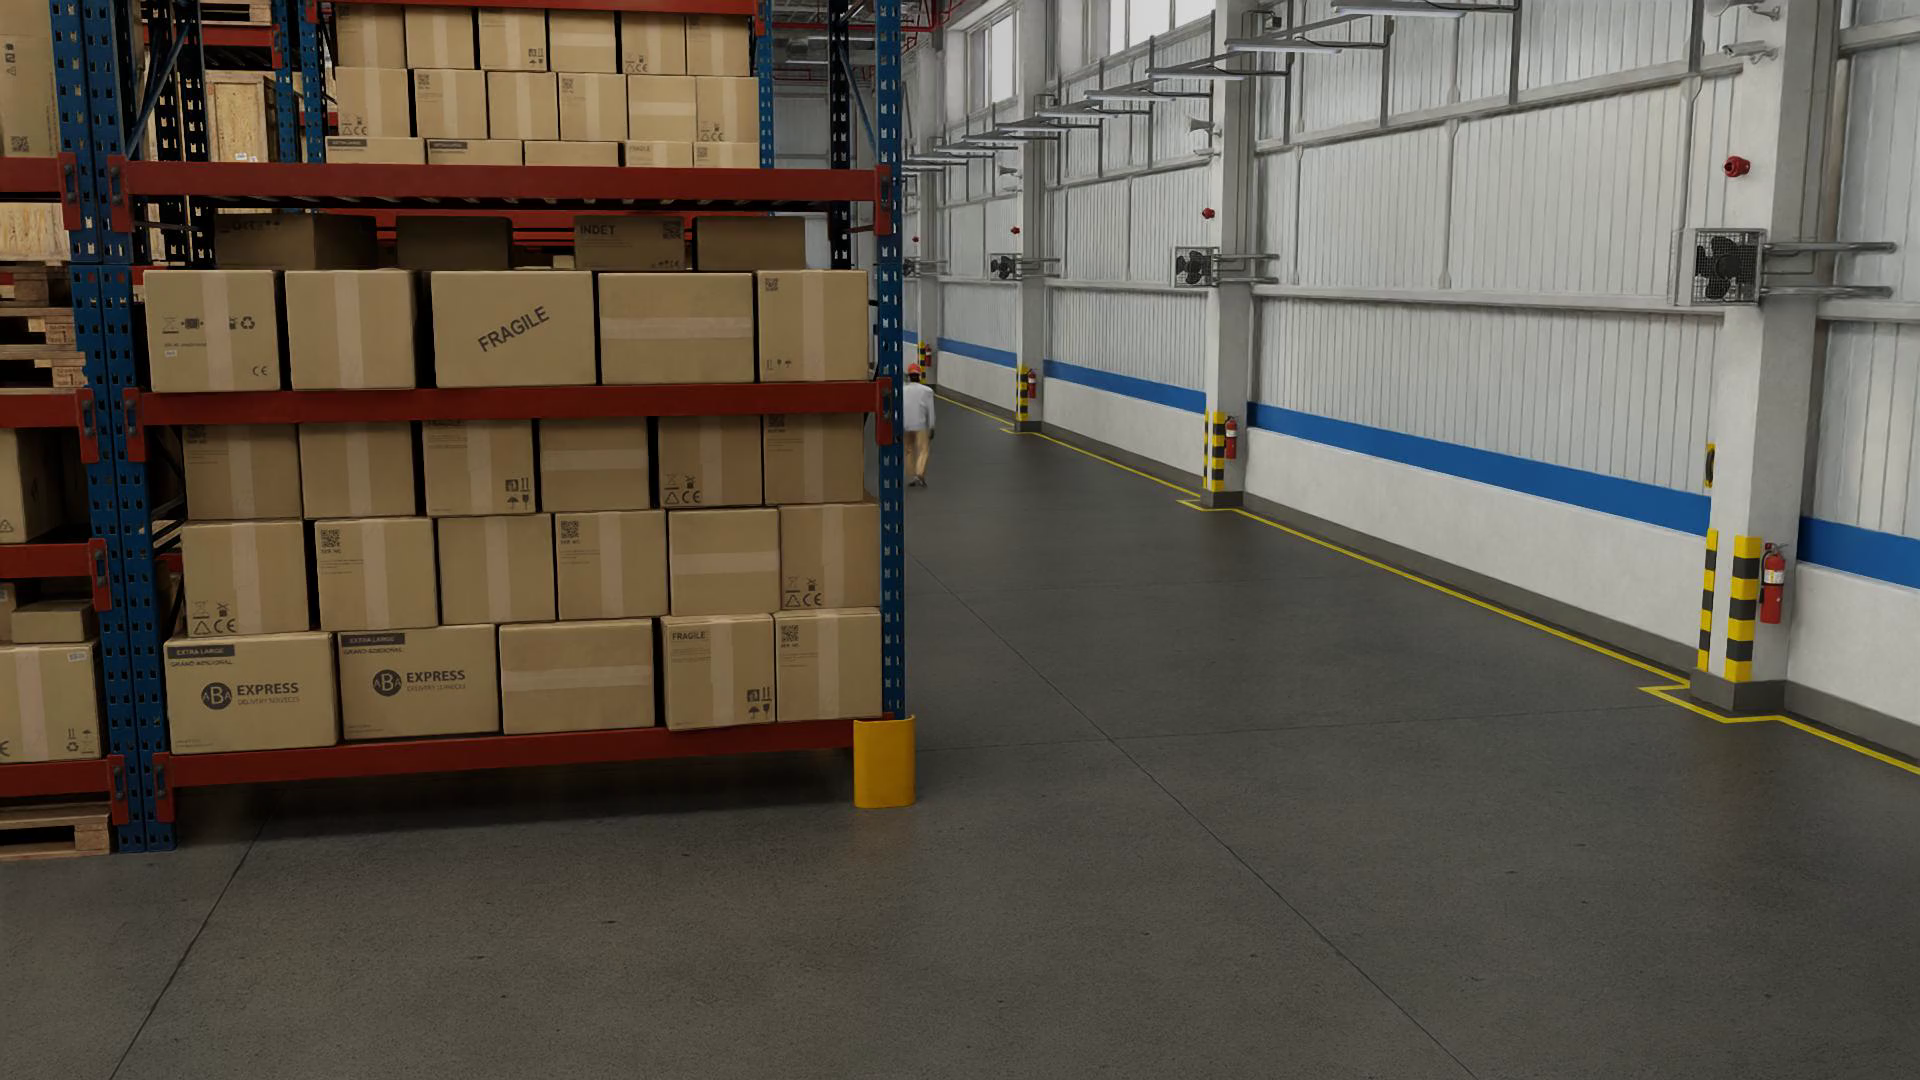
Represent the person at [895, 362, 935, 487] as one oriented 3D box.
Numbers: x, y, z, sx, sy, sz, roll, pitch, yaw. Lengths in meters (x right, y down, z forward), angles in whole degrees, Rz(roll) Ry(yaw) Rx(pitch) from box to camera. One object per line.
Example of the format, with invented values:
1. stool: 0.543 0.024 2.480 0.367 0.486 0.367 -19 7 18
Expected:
1. person: -0.637 -1.570 22.884 0.586 1.727 0.581 3 10 15
